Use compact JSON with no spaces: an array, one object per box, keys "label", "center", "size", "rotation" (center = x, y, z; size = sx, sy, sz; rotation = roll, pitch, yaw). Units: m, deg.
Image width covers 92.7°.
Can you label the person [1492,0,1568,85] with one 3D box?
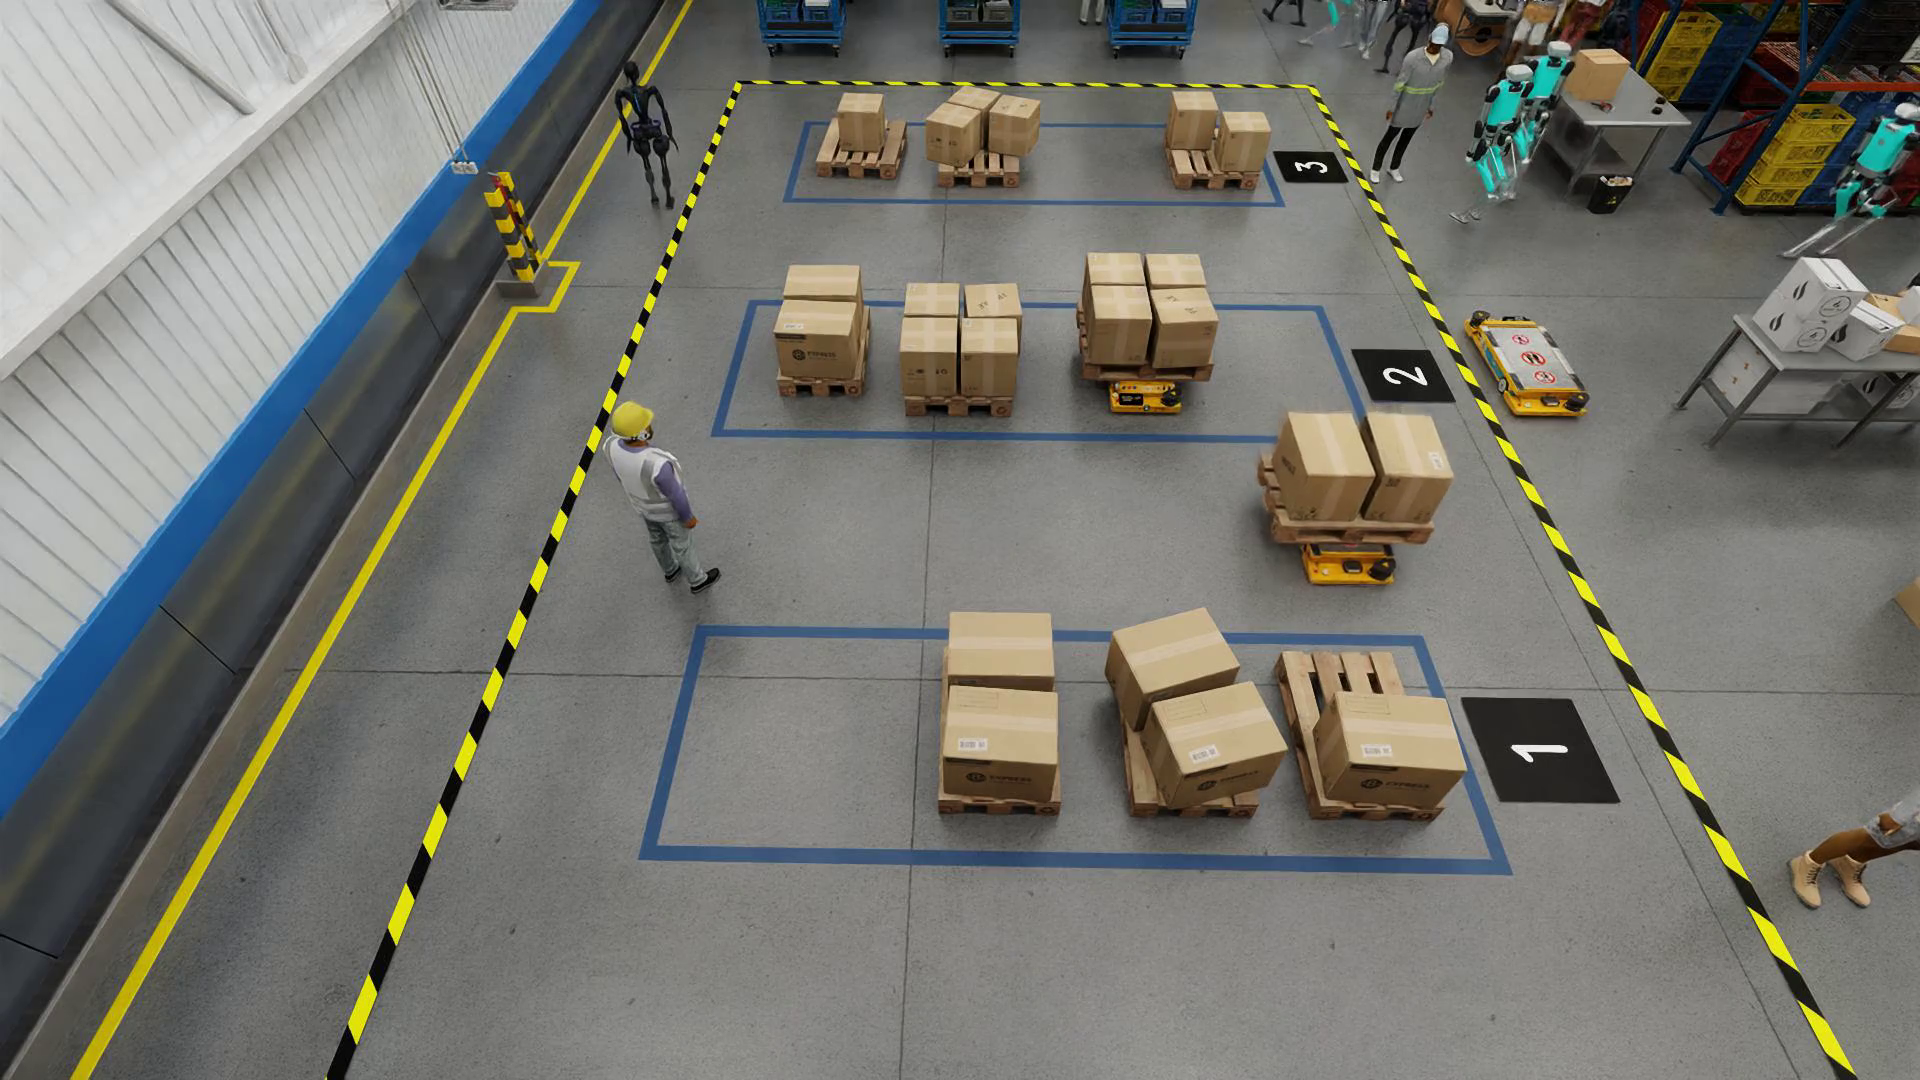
[{"label":"person","center":[7.997,-7.252,12.726],"size":[0.636,1.907,0.501],"rotation":[29,55,23]}]

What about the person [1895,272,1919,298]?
[{"label":"person","center":[10.365,-3.173,9.248],"size":[0.332,1.837,0.506],"rotation":[-30,55,-23]}]

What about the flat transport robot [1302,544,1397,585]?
[{"label":"flat transport robot","center":[3.138,-0.239,7.722],"size":[0.652,0.197,1.431],"rotation":[1,49,1]}]

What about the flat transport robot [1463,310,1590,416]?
[{"label":"flat transport robot","center":[5.573,-1.757,9.054],"size":[0.659,0.231,1.431],"rotation":[1,49,1]}]

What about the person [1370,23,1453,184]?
[{"label":"person","center":[5.431,-5.200,10.988],"size":[0.597,1.849,0.388],"rotation":[-4,49,-4]}]

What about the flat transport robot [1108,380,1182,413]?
[{"label":"flat transport robot","center":[1.773,-1.807,9.079],"size":[0.652,0.197,1.431],"rotation":[1,49,1]}]

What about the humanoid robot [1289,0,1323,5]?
[{"label":"humanoid robot","center":[5.946,-9.655,14.994],"size":[0.802,1.621,0.605],"rotation":[-3,49,-3]}]

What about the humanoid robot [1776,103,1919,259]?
[{"label":"humanoid robot","center":[9.742,-3.775,9.835],"size":[0.906,1.772,0.546],"rotation":[-10,50,-8]}]

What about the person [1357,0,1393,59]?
[{"label":"person","center":[6.192,-8.078,13.575],"size":[0.495,1.698,0.876],"rotation":[19,52,16]}]

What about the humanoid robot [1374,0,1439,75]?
[{"label":"humanoid robot","center":[6.485,-7.551,13.134],"size":[0.604,1.635,0.393],"rotation":[19,52,16]}]

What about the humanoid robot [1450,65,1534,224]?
[{"label":"humanoid robot","center":[6.017,-4.311,10.206],"size":[0.533,1.675,0.735],"rotation":[-12,50,-10]}]

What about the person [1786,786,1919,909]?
[{"label":"person","center":[5.476,1.521,5.045],"size":[0.613,2.040,0.376],"rotation":[0,49,0]}]

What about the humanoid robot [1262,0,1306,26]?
[{"label":"humanoid robot","center":[5.358,-9.075,14.477],"size":[0.591,1.624,0.719],"rotation":[-33,57,-25]}]

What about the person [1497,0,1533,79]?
[{"label":"person","center":[8.168,-7.599,13.099],"size":[0.644,1.806,0.761],"rotation":[33,57,25]}]

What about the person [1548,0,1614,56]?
[{"label":"person","center":[9.103,-7.717,13.152],"size":[0.617,1.876,0.505],"rotation":[35,58,27]}]

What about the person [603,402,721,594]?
[{"label":"person","center":[-2.195,-0.289,6.746],"size":[0.589,1.837,0.404],"rotation":[23,53,19]}]

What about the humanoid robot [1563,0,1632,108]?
[{"label":"humanoid robot","center":[8.538,-6.419,12.166],"size":[0.441,1.638,0.610],"rotation":[11,50,9]}]

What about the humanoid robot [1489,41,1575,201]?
[{"label":"humanoid robot","center":[6.715,-4.796,10.748],"size":[0.539,1.746,1.066],"rotation":[0,49,0]}]

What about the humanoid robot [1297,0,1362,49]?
[{"label":"humanoid robot","center":[5.788,-8.204,13.698],"size":[1.035,1.768,0.538],"rotation":[20,52,17]}]

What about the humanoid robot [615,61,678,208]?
[{"label":"humanoid robot","center":[-3.612,-4.690,10.656],"size":[0.587,1.646,0.348],"rotation":[-7,50,-6]}]

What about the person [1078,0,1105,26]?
[{"label":"person","center":[2.173,-9.053,14.338],"size":[0.569,1.831,0.414],"rotation":[-5,49,-4]}]
